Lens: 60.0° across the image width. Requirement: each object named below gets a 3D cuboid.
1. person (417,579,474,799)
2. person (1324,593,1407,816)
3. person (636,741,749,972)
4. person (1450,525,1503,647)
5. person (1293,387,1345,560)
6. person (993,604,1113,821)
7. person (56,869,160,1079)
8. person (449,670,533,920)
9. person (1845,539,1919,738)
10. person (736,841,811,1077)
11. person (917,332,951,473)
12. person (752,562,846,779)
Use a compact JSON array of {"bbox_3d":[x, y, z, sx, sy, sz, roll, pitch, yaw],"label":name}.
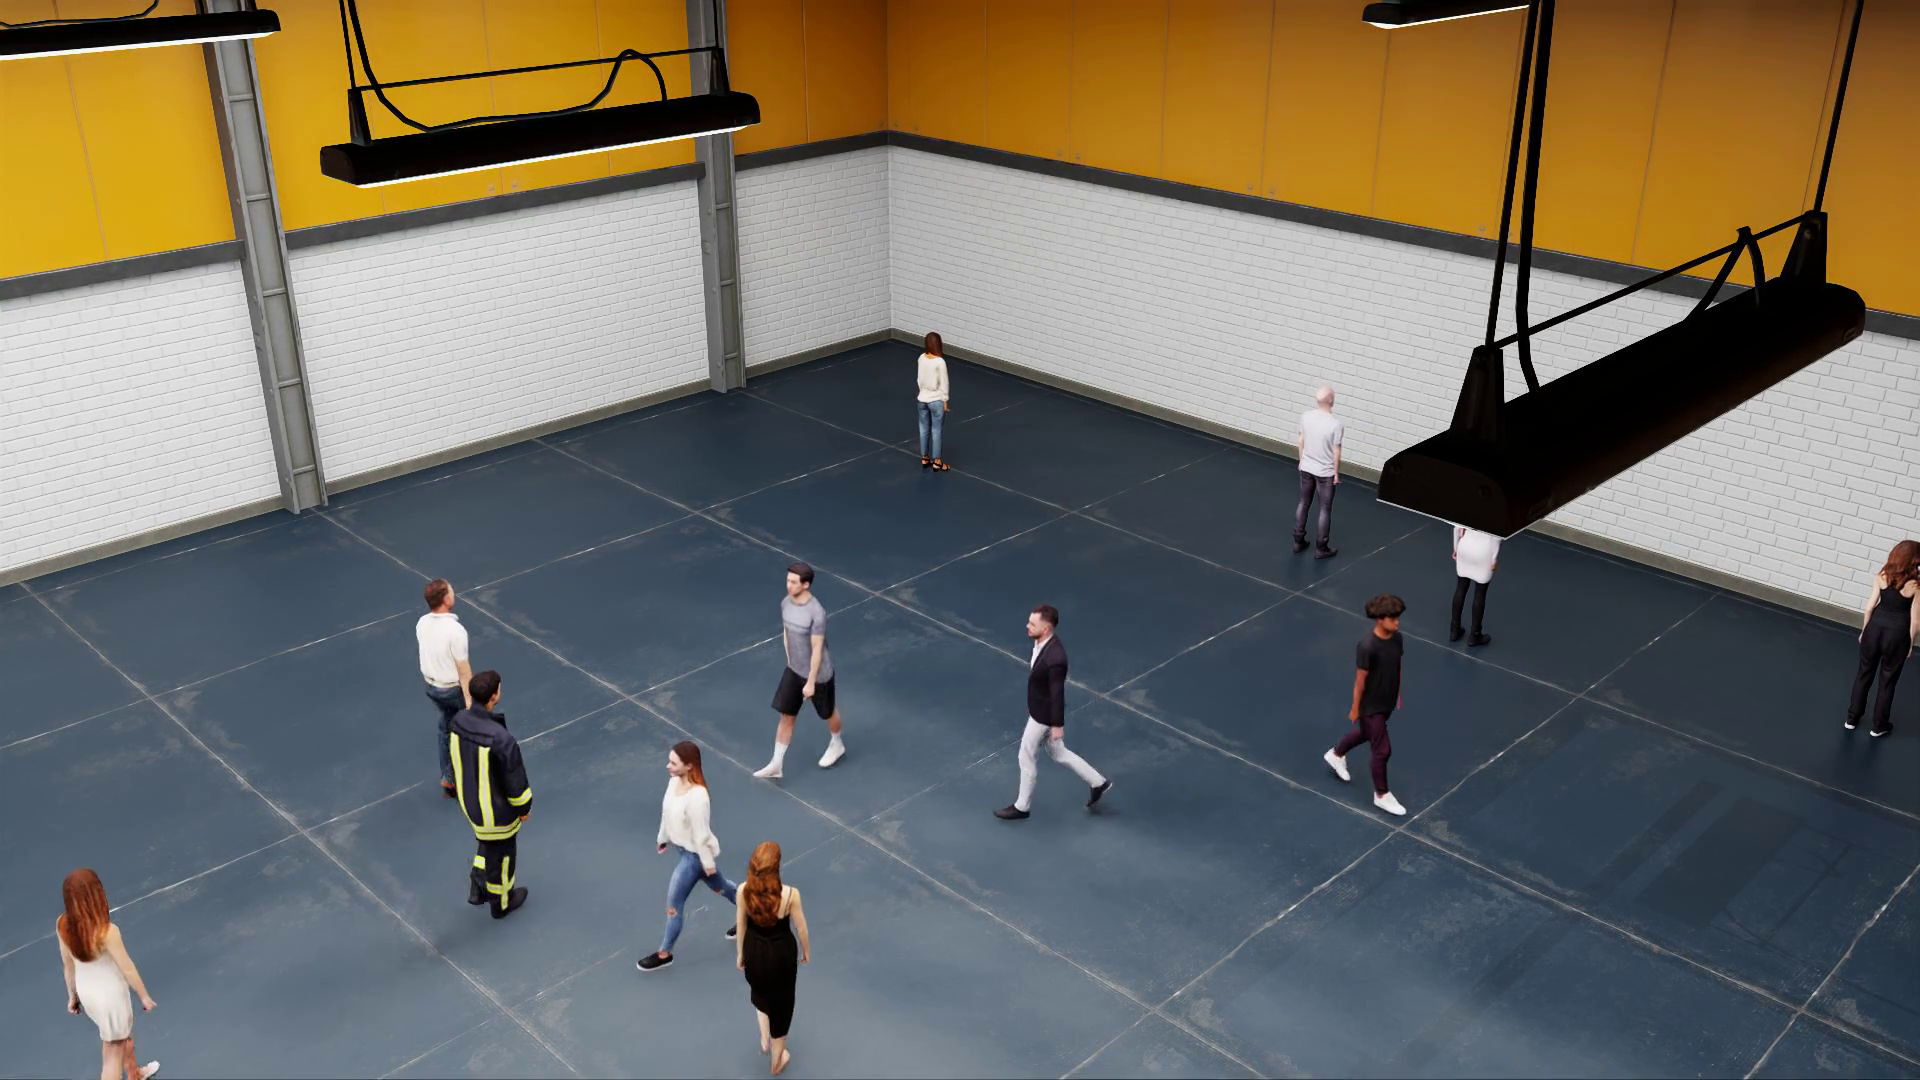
[{"bbox_3d":[-4.036,1.205,12.891,0.738,1.841,0.734,16,28,32],"label":"person"},{"bbox_3d":[3.189,1.207,12.991,1.019,1.757,0.720,-20,31,-38],"label":"person"},{"bbox_3d":[-1.702,2.076,11.141,1.207,1.646,0.897,-11,26,-23],"label":"person"},{"bbox_3d":[4.788,0.119,15.424,0.569,1.803,0.615,-21,31,-39],"label":"person"},{"bbox_3d":[3.722,-0.718,17.303,0.573,1.831,0.645,-21,31,-39],"label":"person"},{"bbox_3d":[0.758,1.321,12.656,1.230,1.817,1.148,-1,24,-2],"label":"person"},{"bbox_3d":[-5.034,2.701,9.650,0.767,1.696,0.869,8,25,17],"label":"person"},{"bbox_3d":[-3.300,1.796,11.444,0.850,1.917,0.758,15,28,31],"label":"person"},{"bbox_3d":[7.752,0.806,13.921,0.507,1.747,0.571,-21,31,-39],"label":"person"},{"bbox_3d":[-1.169,2.573,10.052,0.711,1.609,0.760,3,24,7],"label":"person"},{"bbox_3d":[-0.327,-1.640,19.597,0.534,1.682,0.606,-21,31,-39],"label":"person"},{"bbox_3d":[-1.132,1.022,13.317,0.735,1.836,1.164,18,30,36],"label":"person"}]
